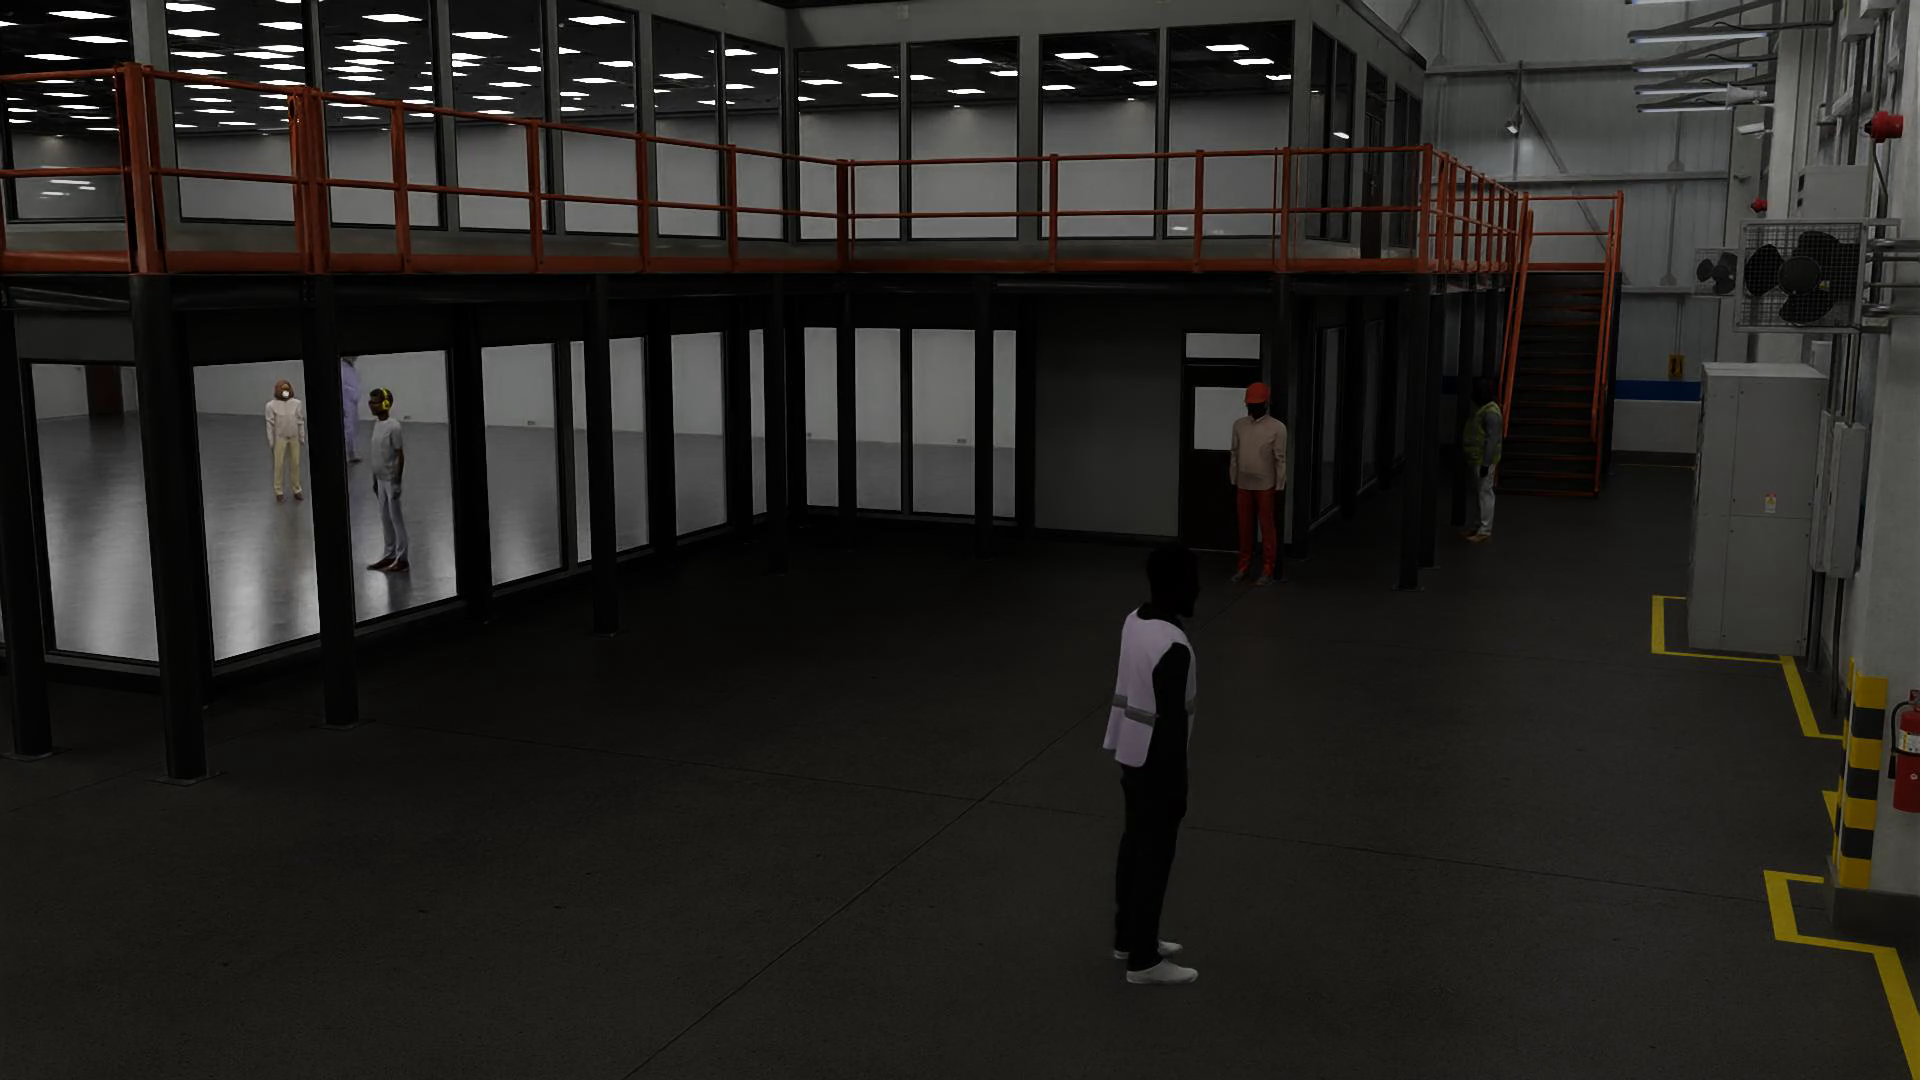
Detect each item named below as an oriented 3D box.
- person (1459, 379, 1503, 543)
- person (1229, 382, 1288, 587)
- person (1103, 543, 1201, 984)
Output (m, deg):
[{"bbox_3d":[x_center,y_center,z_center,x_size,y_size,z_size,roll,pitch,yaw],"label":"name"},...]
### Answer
[{"bbox_3d":[5.867,-0.887,18.736,0.429,1.845,0.621,1,9,7],"label":"person"},{"bbox_3d":[2.878,-0.541,16.164,0.612,1.986,0.407,8,12,41],"label":"person"},{"bbox_3d":[0.831,0.959,7.166,0.390,1.910,0.584,-2,9,-12],"label":"person"}]
